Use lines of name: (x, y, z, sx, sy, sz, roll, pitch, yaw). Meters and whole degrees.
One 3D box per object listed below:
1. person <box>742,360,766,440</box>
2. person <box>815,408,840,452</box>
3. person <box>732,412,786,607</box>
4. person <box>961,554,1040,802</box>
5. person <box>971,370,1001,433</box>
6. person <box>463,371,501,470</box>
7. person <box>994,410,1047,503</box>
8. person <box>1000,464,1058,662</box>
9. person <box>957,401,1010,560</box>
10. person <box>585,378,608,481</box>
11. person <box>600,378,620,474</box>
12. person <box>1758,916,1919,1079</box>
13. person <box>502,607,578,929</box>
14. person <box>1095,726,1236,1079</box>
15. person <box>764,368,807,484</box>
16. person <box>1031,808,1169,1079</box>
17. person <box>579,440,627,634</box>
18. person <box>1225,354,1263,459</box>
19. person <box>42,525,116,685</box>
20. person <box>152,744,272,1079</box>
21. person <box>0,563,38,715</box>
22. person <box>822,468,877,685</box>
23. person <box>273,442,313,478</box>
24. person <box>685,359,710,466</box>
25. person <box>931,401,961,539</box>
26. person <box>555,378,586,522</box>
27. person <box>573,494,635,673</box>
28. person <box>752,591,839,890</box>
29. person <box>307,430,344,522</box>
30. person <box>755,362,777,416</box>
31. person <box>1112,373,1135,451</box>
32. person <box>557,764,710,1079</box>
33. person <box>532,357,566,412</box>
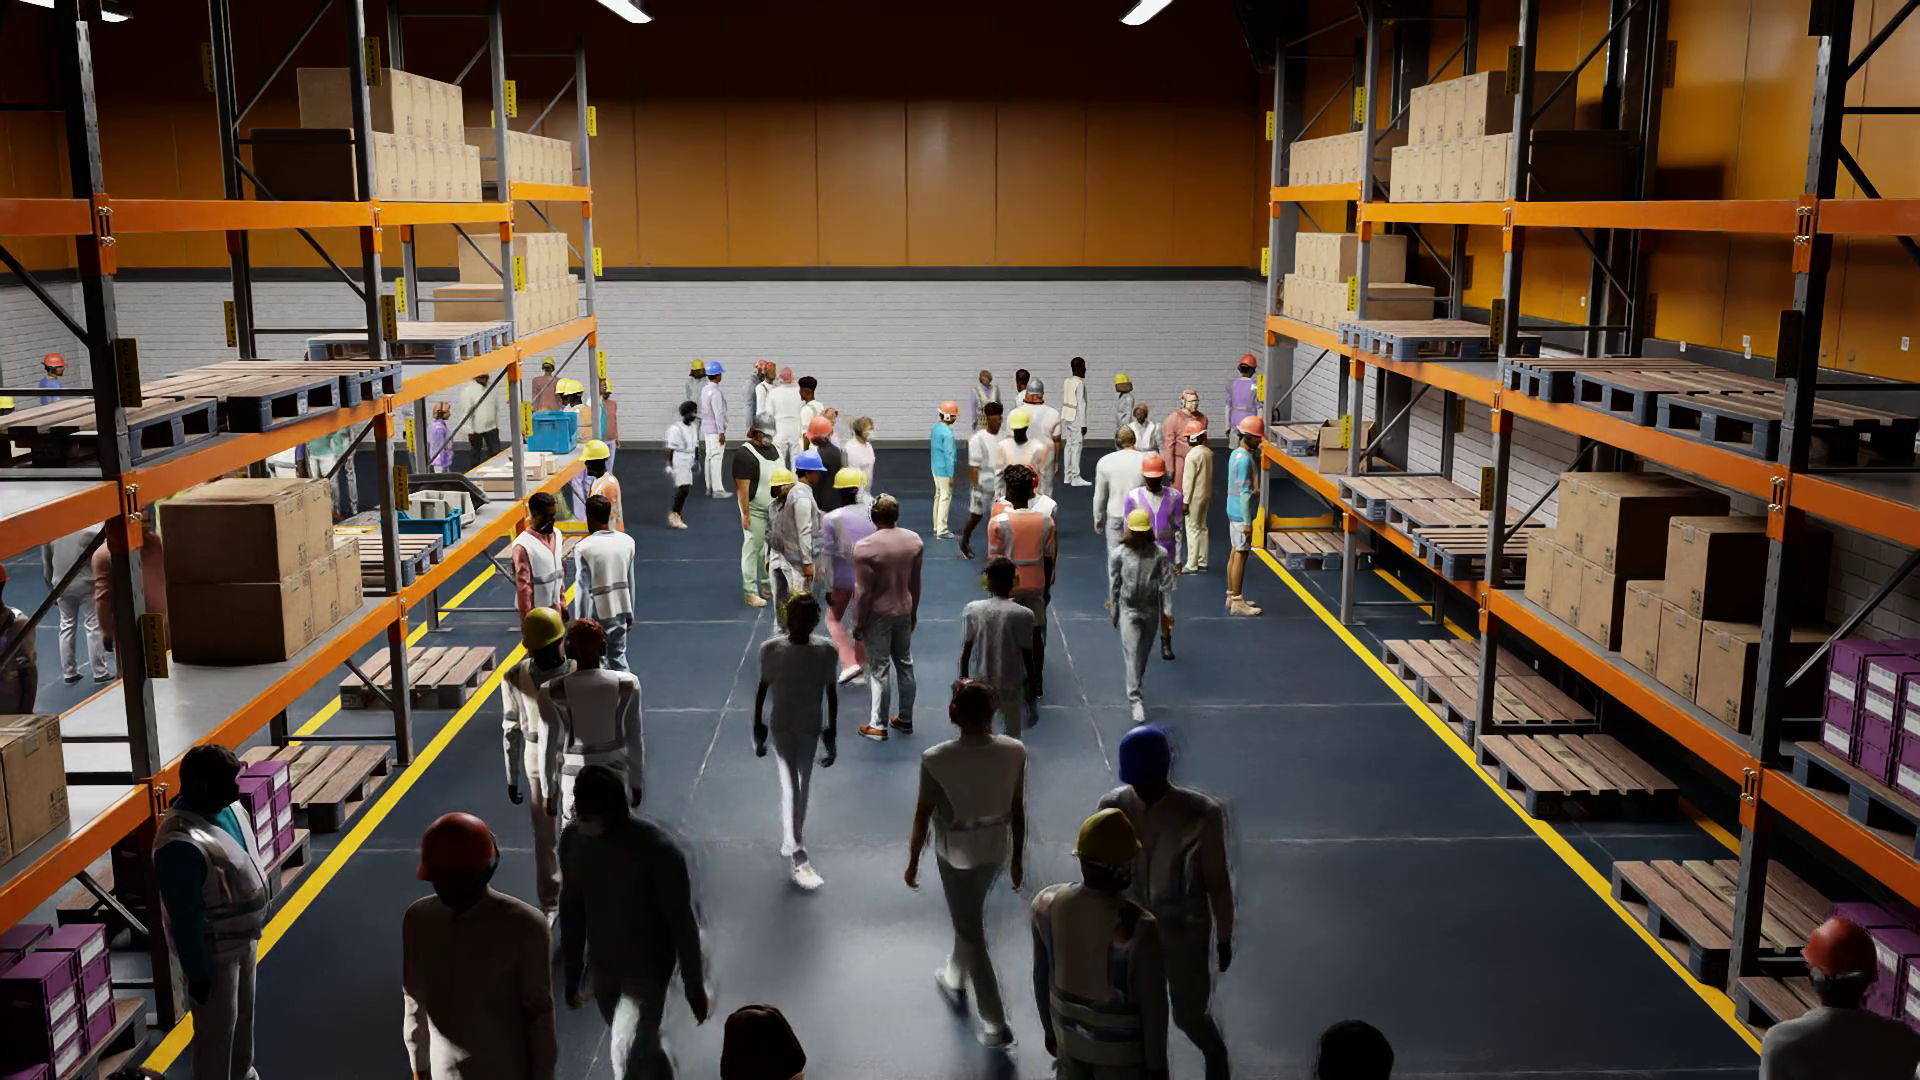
person: (-2.949, -1.730, 24.687, 0.400, 1.893, 0.657, 6, 13, 26)
person: (-1.666, -0.857, 20.964, 0.313, 1.631, 0.513, 5, 12, 25)
person: (-2.016, -0.339, 17.333, 0.536, 2.000, 0.688, 7, 13, 30)
person: (0.243, 1.025, 11.074, 0.582, 1.824, 0.918, 3, 12, 16)
person: (0.405, -1.852, 25.995, 0.532, 1.606, 0.667, -3, 12, -17)
person: (-6.751, -1.580, 23.758, 0.899, 1.954, 0.643, 10, 15, 41)
person: (0.696, -0.542, 18.712, 0.594, 1.901, 0.760, 3, 12, 15)
person: (0.608, 0.218, 15.029, 0.571, 1.843, 0.373, 5, 12, 23)
person: (0.294, -0.658, 19.230, 0.608, 1.931, 0.943, -8, 14, -36)
person: (-5.012, -1.365, 22.994, 0.342, 1.839, 0.503, -2, 11, -8)
person: (-4.961, -1.392, 23.326, 0.335, 1.759, 0.529, 7, 13, 31)
person: (2.962, 2.150, 5.627, 0.572, 1.738, 0.558, -1, 11, -5)
person: (-2.288, 1.301, 9.446, 0.598, 1.911, 0.398, 0, 11, 0)
person: (0.908, 1.711, 7.392, 0.637, 1.909, 0.633, 6, 13, 29)
person: (-2.441, -1.475, 23.433, 0.715, 1.891, 0.487, -5, 12, -22)
person: (0.564, 1.927, 6.489, 0.588, 1.835, 0.403, 9, 14, 37)
person: (-3.443, -0.019, 16.041, 0.400, 1.919, 0.589, -5, 12, -22)
person: (4.108, -1.661, 23.960, 0.610, 2.042, 0.382, 7, 14, 33)
person: (-7.629, 0.389, 14.418, 0.564, 1.745, 0.349, 0, 11, 0)
person: (-3.249, 1.769, 7.306, 0.429, 1.830, 0.635, -1, 11, -4)
person: (-6.131, 1.052, 10.619, 0.545, 1.938, 0.359, 4, 12, 20)
person: (-0.941, 0.327, 14.330, 0.594, 1.912, 0.410, -7, 13, -31)
person: (-7.739, -0.629, 19.317, 0.560, 1.837, 0.388, 8, 14, 36)
person: (-4.159, -2.026, 26.572, 0.484, 1.734, 0.342, 3, 12, 14)
person: (-0.171, -0.877, 20.799, 0.355, 1.736, 0.575, -4, 12, -18)
person: (-5.065, -1.146, 21.683, 0.383, 1.921, 0.585, 0, 11, 1)
person: (-2.766, 0.591, 13.011, 0.402, 1.908, 0.598, 7, 13, 31)
person: (-1.019, 1.182, 10.299, 0.510, 1.822, 0.922, -3, 12, -15)
person: (-8.332, -1.104, 21.508, 0.655, 1.910, 0.635, -5, 12, -24)
person: (-2.805, -1.674, 24.423, 0.362, 1.883, 0.575, 3, 12, 16)
person: (2.379, -1.578, 24.333, 0.324, 1.732, 0.491, -3, 12, -14)
person: (-1.415, 1.838, 6.871, 0.693, 1.867, 1.020, 7, 13, 32)
person: (-6.593, -2.065, 26.718, 0.530, 1.753, 0.340, -2, 11, -11)
